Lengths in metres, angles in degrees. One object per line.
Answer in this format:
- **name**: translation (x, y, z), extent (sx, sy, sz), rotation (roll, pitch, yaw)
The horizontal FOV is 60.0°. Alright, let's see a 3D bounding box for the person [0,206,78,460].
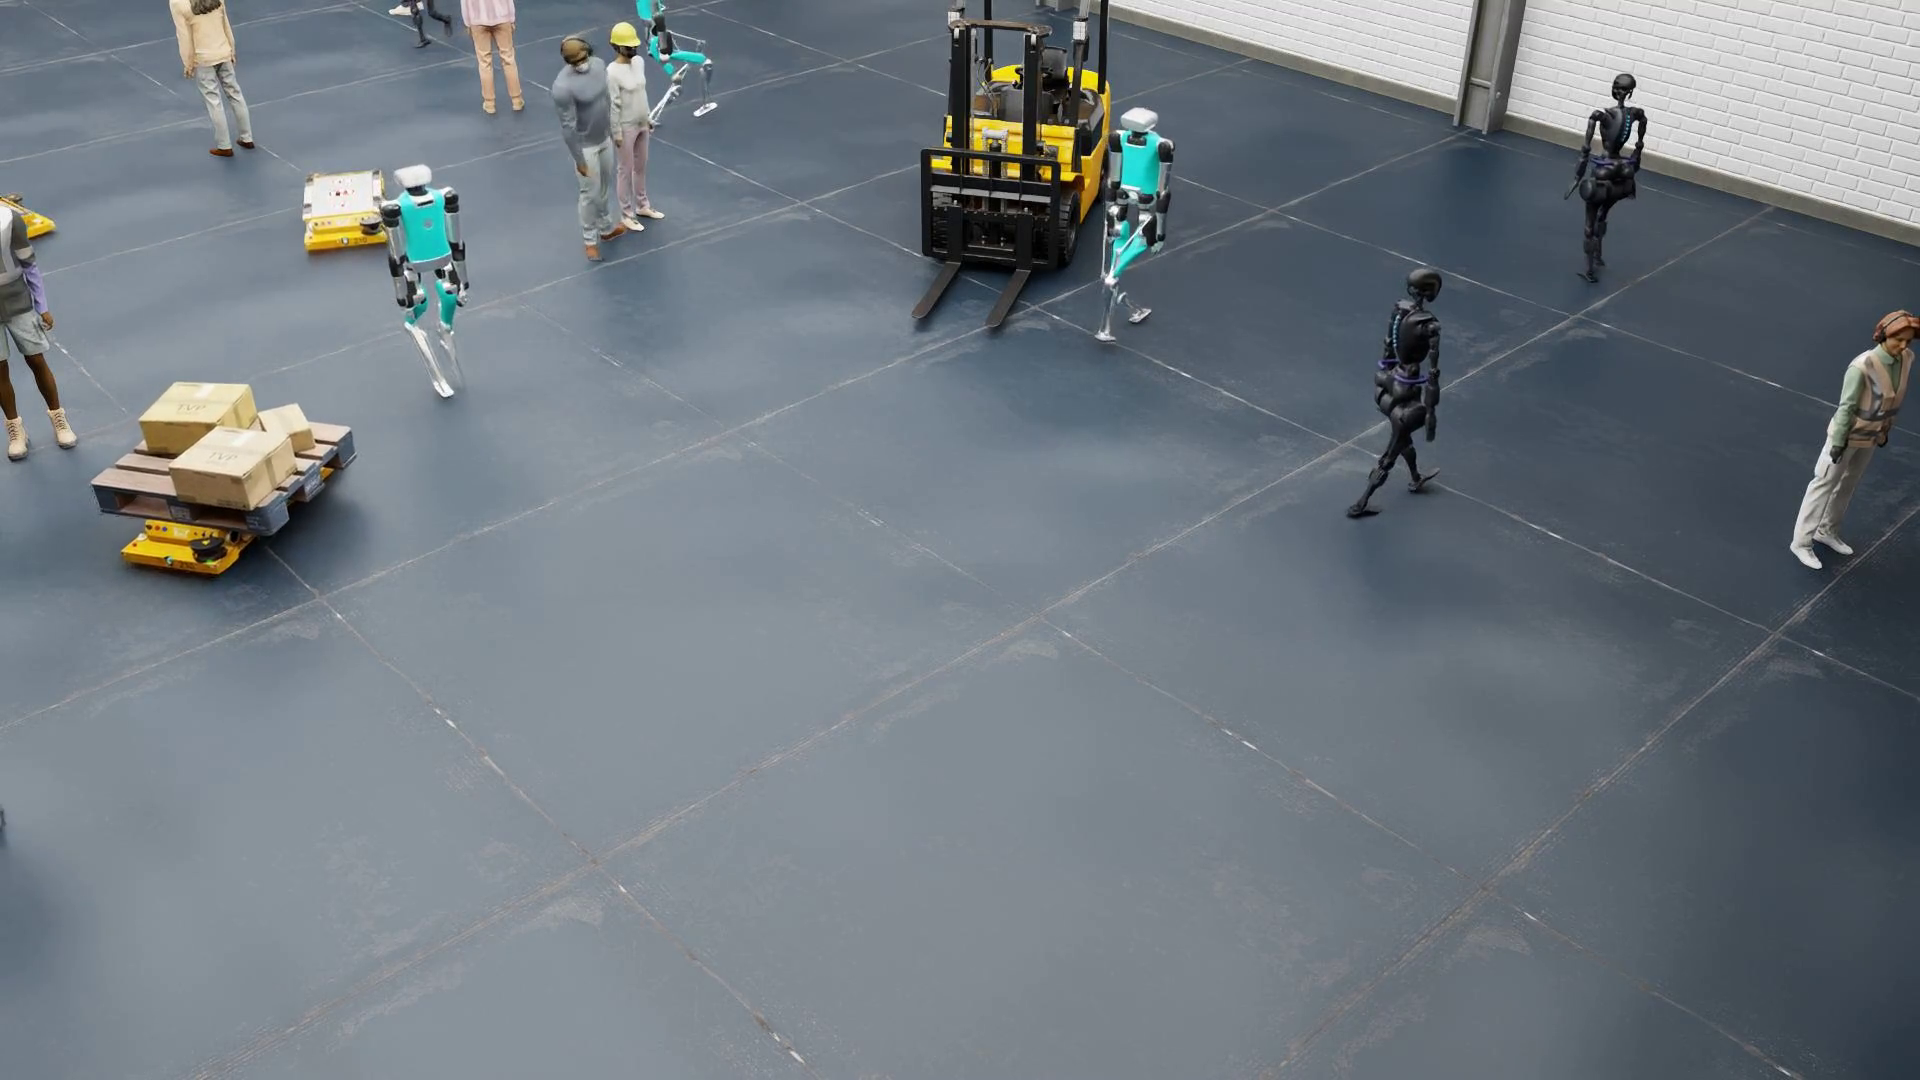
- **person**: translation (-6.277, -1.505, 10.863), extent (0.606, 2.044, 0.372), rotation (-17, 37, -24)

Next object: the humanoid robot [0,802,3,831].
- **humanoid robot**: translation (-4.897, 0.772, 7.690), extent (0.597, 1.657, 0.331), rotation (-19, 38, -27)

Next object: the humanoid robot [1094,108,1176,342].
- **humanoid robot**: translation (1.175, -2.244, 12.319), extent (0.540, 1.764, 1.026), rotation (21, 39, 29)

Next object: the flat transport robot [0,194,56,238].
- **flat transport robot**: translation (-8.574, -2.587, 14.149), extent (0.659, 0.231, 1.431), rotation (24, 40, 32)

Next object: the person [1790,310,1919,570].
- **person**: translation (5.315, -0.606, 9.849), extent (0.514, 1.636, 0.313), rotation (-17, 37, -24)

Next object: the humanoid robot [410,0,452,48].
- **humanoid robot**: translation (-6.095, -6.448, 18.800), extent (0.600, 1.635, 0.563), rotation (9, 34, 14)

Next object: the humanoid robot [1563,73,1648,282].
- **humanoid robot**: translation (5.182, -2.912, 13.368), extent (0.616, 1.642, 0.426), rotation (-8, 34, -12)

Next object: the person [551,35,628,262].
- **person**: translation (-3.018, -3.279, 13.739), extent (0.361, 1.899, 0.808), rotation (12, 35, 18)

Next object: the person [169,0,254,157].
- **person**: translation (-7.087, -4.563, 15.716), extent (0.397, 1.874, 0.553), rotation (21, 38, 29)

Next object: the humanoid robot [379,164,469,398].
- **humanoid robot**: translation (-3.747, -1.772, 11.595), extent (0.532, 1.845, 0.695), rotation (-24, 40, -32)

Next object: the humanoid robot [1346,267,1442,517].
- **humanoid robot**: translation (2.819, -0.924, 10.330), extent (0.756, 1.625, 0.608), rotation (-11, 35, -16)

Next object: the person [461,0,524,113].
- **person**: translation (-4.740, -5.209, 16.789), extent (0.520, 1.784, 0.401), rotation (-10, 34, -15)

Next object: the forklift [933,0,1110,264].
- **forklift**: translation (0.570, -3.725, 14.138), extent (1.214, 2.155, 2.313), rotation (9, 34, 13)

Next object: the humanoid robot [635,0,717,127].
- **humanoid robot**: translation (-2.801, -4.958, 16.486), extent (1.038, 1.760, 0.540), rotation (-16, 36, -23)

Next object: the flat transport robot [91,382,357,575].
- **flat transport robot**: translation (-4.611, -0.272, 10.591), extent (0.659, 0.231, 1.431), rotation (7, 34, 11)

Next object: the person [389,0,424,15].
- **person**: translation (-6.729, -7.229, 19.831), extent (0.429, 1.859, 0.789), rotation (6, 34, 9)

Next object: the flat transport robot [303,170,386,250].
- **flat transport robot**: translation (-5.429, -2.934, 14.683), extent (0.659, 0.231, 1.431), rotation (-9, 34, -14)

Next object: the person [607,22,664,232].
- **person**: translation (-2.797, -3.546, 14.250), extent (0.318, 1.767, 0.533), rotation (14, 36, 21)
